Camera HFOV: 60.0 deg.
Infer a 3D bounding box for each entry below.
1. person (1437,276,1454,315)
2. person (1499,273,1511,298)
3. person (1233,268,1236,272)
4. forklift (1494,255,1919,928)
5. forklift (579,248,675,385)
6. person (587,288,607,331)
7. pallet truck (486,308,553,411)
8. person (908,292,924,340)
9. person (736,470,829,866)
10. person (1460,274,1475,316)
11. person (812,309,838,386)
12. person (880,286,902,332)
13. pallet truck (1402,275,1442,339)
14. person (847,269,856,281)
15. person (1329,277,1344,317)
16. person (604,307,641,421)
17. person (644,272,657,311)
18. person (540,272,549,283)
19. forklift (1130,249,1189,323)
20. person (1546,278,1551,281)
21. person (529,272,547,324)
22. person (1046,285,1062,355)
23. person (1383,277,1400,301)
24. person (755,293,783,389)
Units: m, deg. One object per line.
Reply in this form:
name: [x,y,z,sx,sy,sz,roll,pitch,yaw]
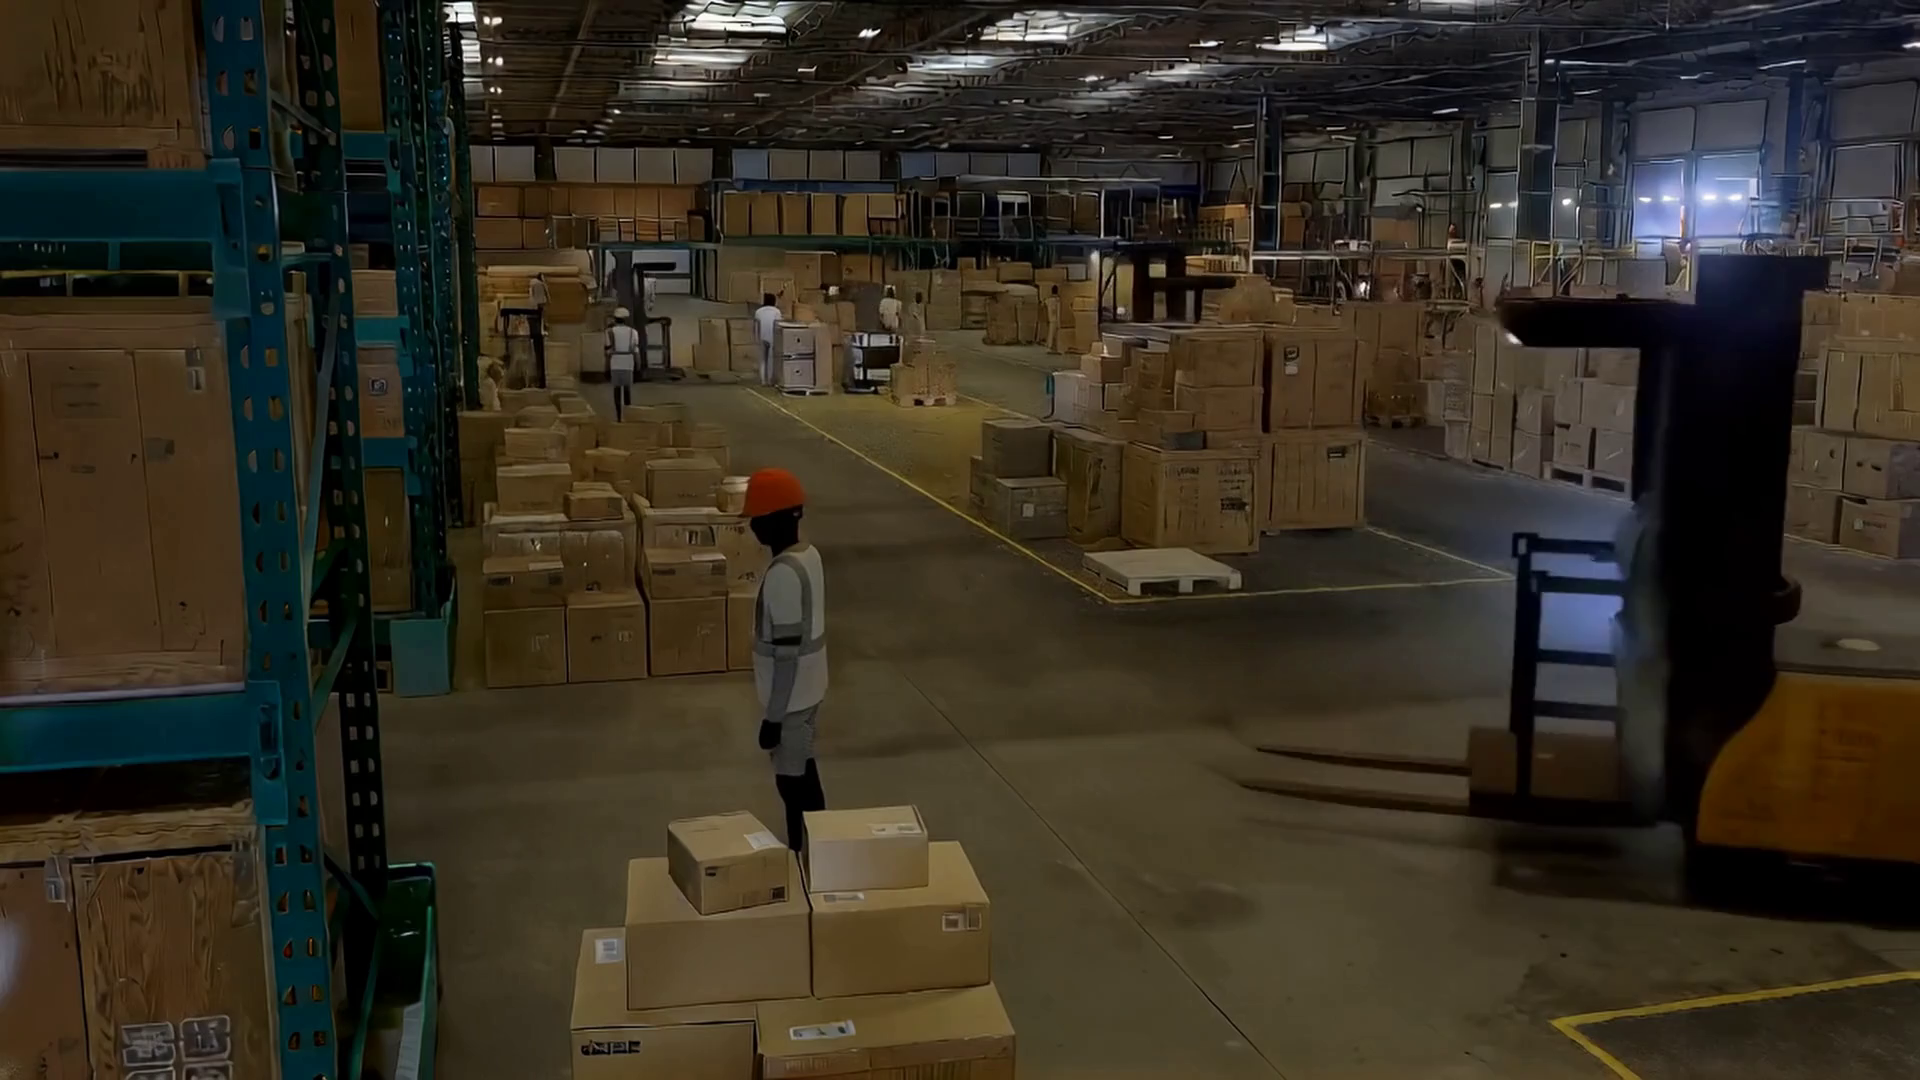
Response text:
person: [15.770,-7.642,54.175,0.390,1.921,0.583,-9,14,-43]
person: [22.175,-9.879,67.164,0.627,1.793,0.925,-2,10,-10]
person: [13.920,-12.959,84.484,0.508,1.844,0.332,6,12,32]
forklift: [3.429,0.136,7.404,1.873,2.768,1.129,3,10,16]
forklift: [-6.957,-4.648,34.494,1.873,2.768,1.129,-3,10,-15]
person: [-8.187,-4.699,37.450,0.628,1.940,0.373,8,13,39]
pallet truck: [-6.242,-2.418,24.362,0.823,1.965,1.885,1,10,3]
person: [-1.090,-5.635,43.504,0.686,1.668,0.552,5,11,28]
person: [-0.759,0.656,7.150,0.371,1.931,0.543,1,10,7]
person: [20.028,-9.601,65.572,0.516,1.827,0.911,1,10,3]
person: [-2.871,-3.933,34.111,0.845,1.587,0.524,-8,13,-39]
person: [-1.678,-5.220,40.476,0.639,1.907,0.707,-4,11,-24]
pallet truck: [14.620,-7.324,52.145,0.823,1.965,1.885,8,13,40]
person: [-4.562,-10.310,69.221,0.376,1.939,0.547,-9,13,-40]
person: [12.335,-7.674,54.454,0.584,1.882,0.349,-6,12,-30]
person: [-5.456,-2.817,26.947,0.569,1.878,1.008,-2,10,-9]
person: [-13.718,-11.033,73.649,0.620,1.815,0.610,-2,10,-11]
person: [-18.422,-10.977,73.555,0.487,1.741,0.313,-3,11,-18]
forklift: [2.928,-2.914,24.676,1.129,2.768,1.873,-9,13,-41]
person: [17.072,-6.639,48.437,0.401,1.938,0.603,6,11,29]
person: [-14.717,-8.364,58.042,0.618,1.993,0.396,-5,11,-27]
person: [2.506,-5.831,44.100,0.332,1.859,0.531,-8,13,-39]
person: [12.361,-6.485,47.274,0.974,2.000,0.708,6,12,31]
person: [-3.830,-4.009,33.546,0.633,1.936,0.353,5,11,24]
